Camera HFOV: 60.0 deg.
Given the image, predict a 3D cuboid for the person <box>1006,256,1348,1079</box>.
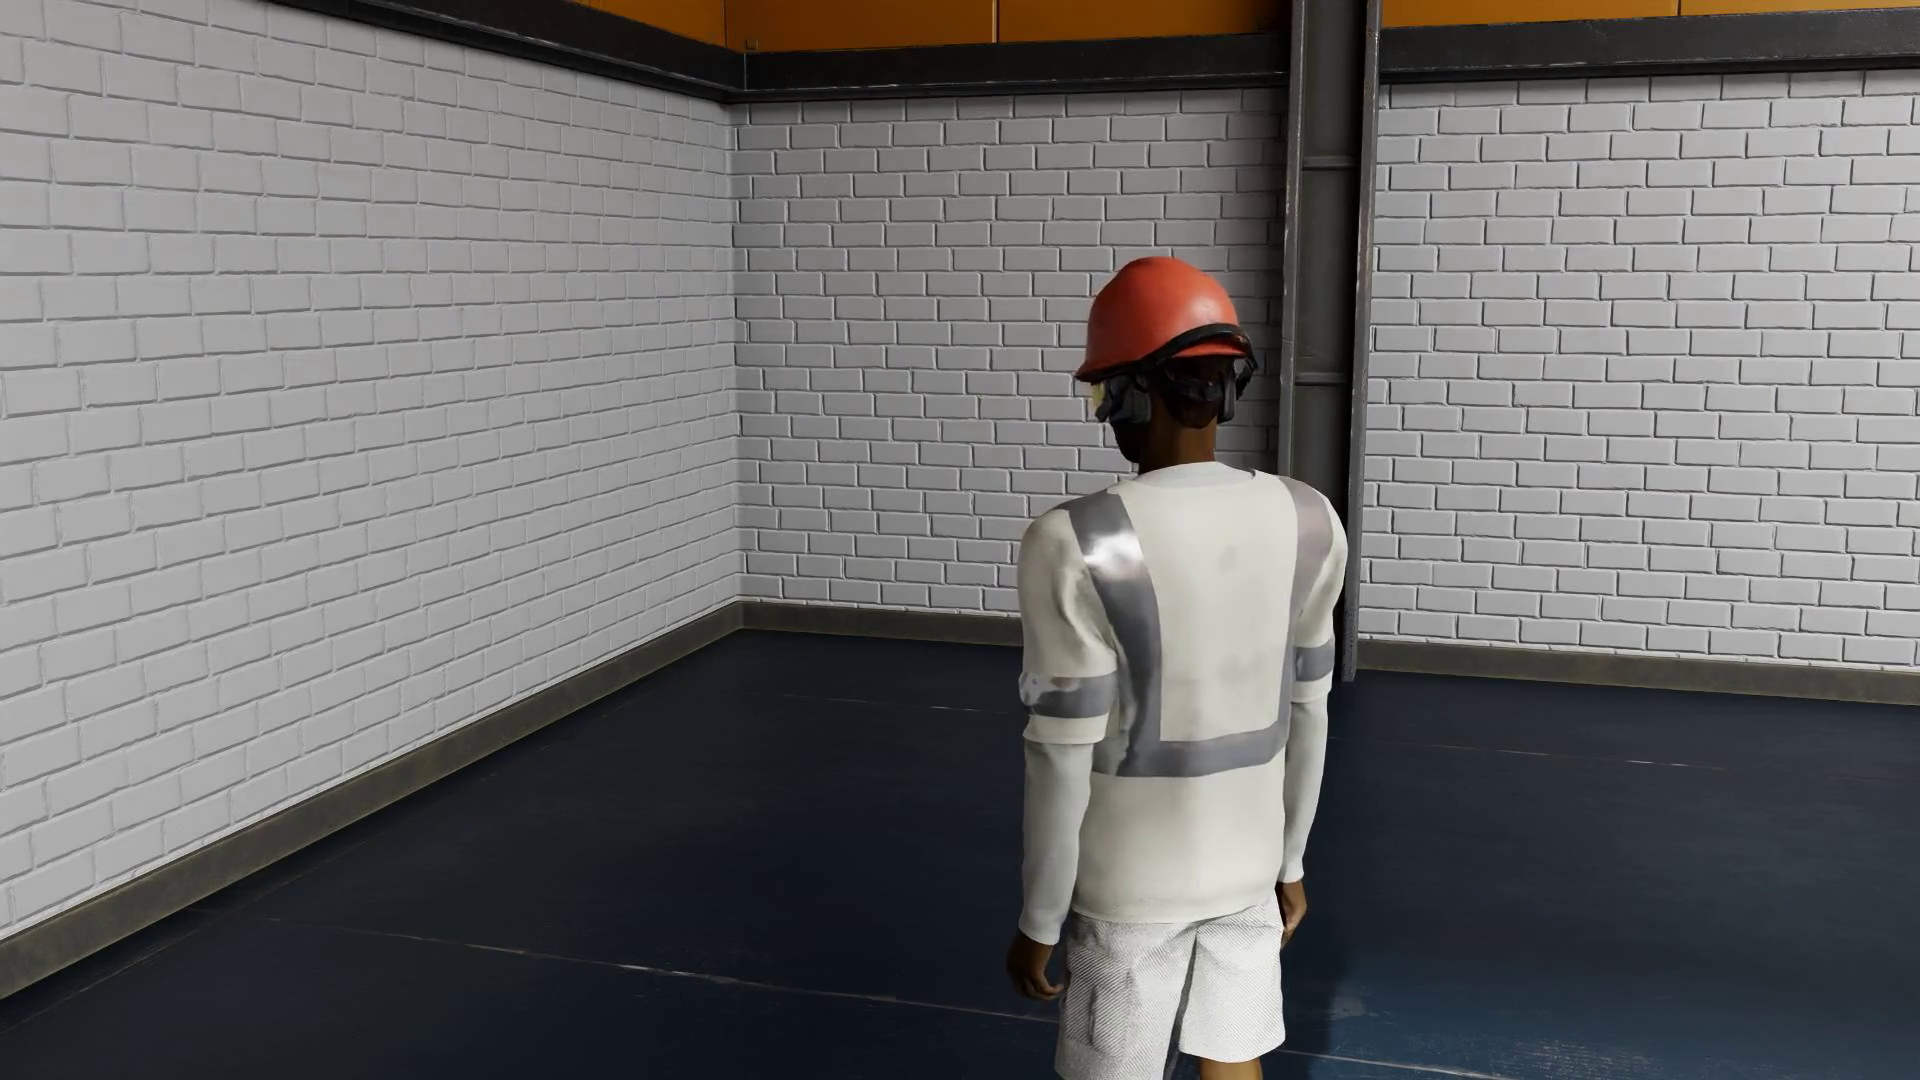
[{"bbox_3d":[0.341,0.552,2.819,0.607,2.040,0.378,-5,11,-29],"label":"person"}]
